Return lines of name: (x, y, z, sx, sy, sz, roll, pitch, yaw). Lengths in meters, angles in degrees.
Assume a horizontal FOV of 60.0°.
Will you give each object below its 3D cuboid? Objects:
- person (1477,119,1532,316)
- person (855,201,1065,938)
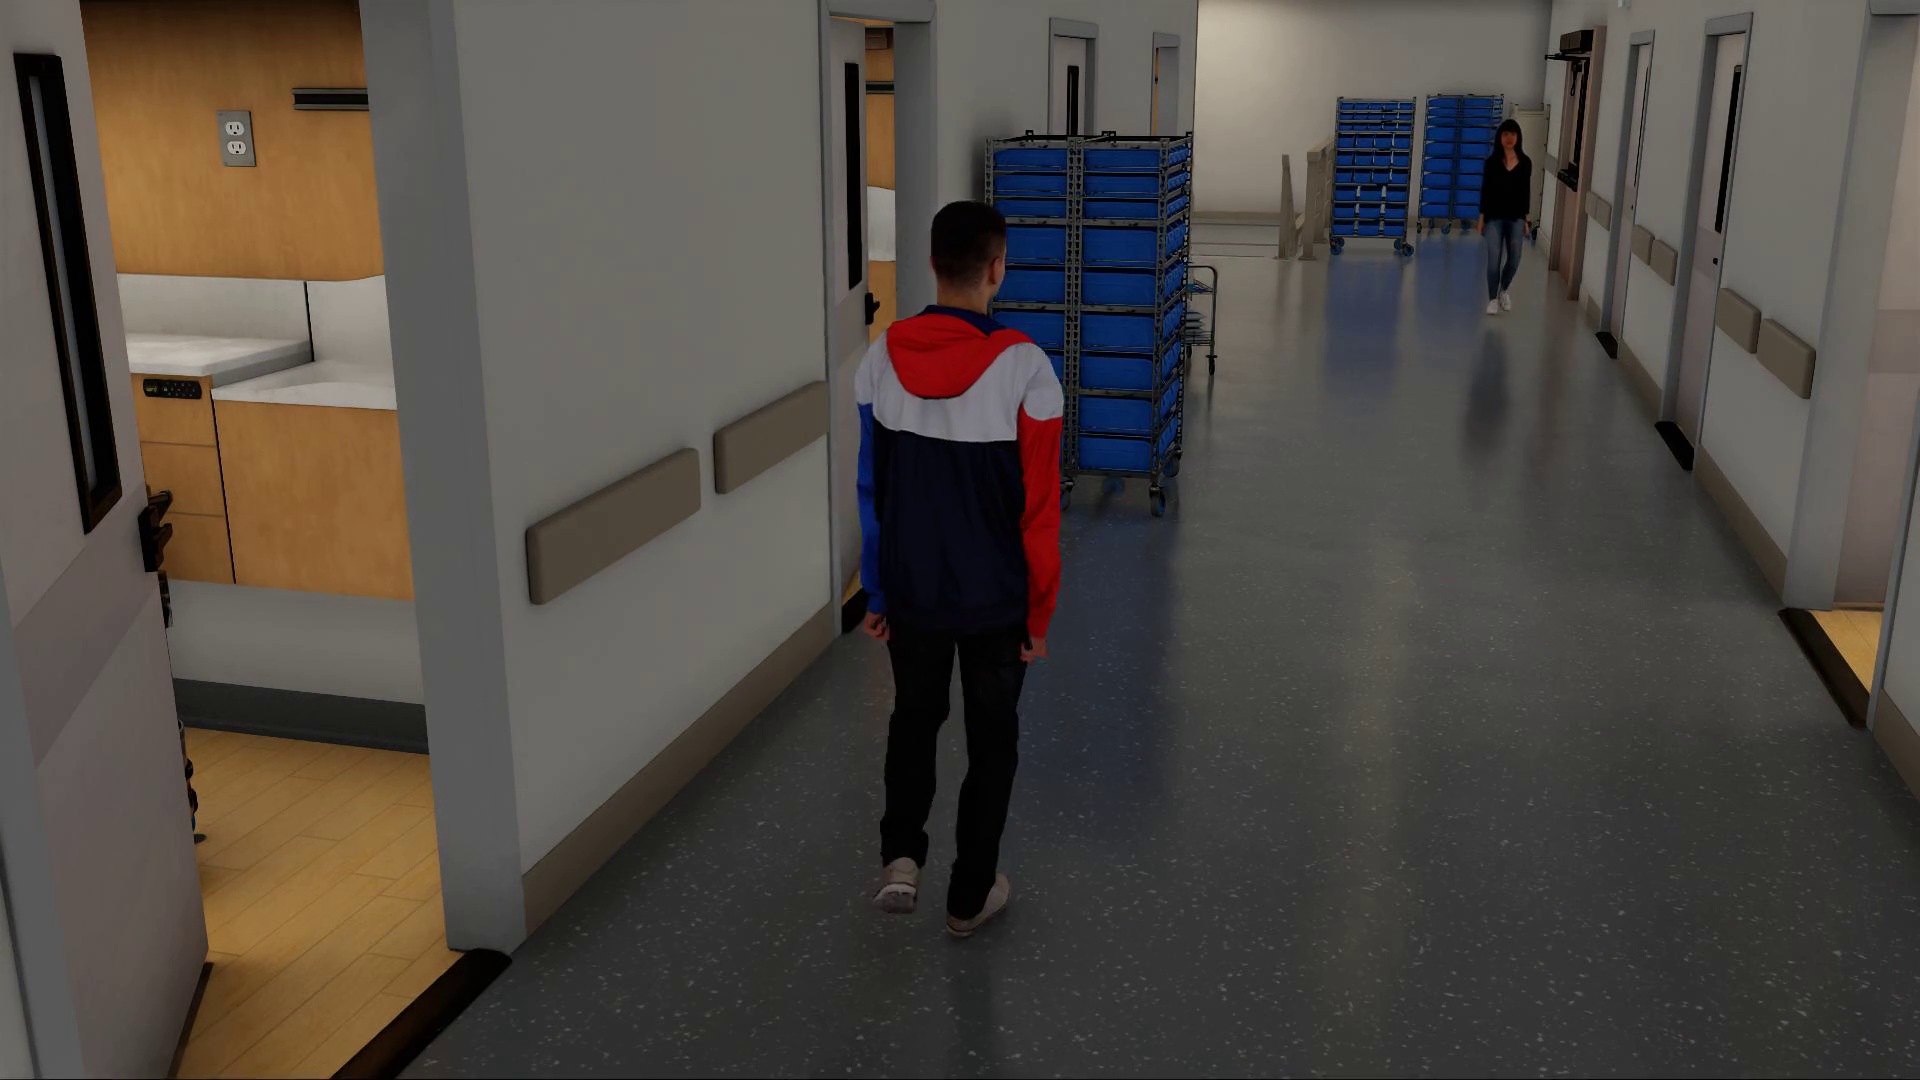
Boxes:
person: (4.640, -2.748, 14.198, 0.596, 1.636, 0.592, 3, 16, 10)
person: (-0.035, 0.135, 3.777, 0.643, 1.741, 0.720, 5, 16, 16)
